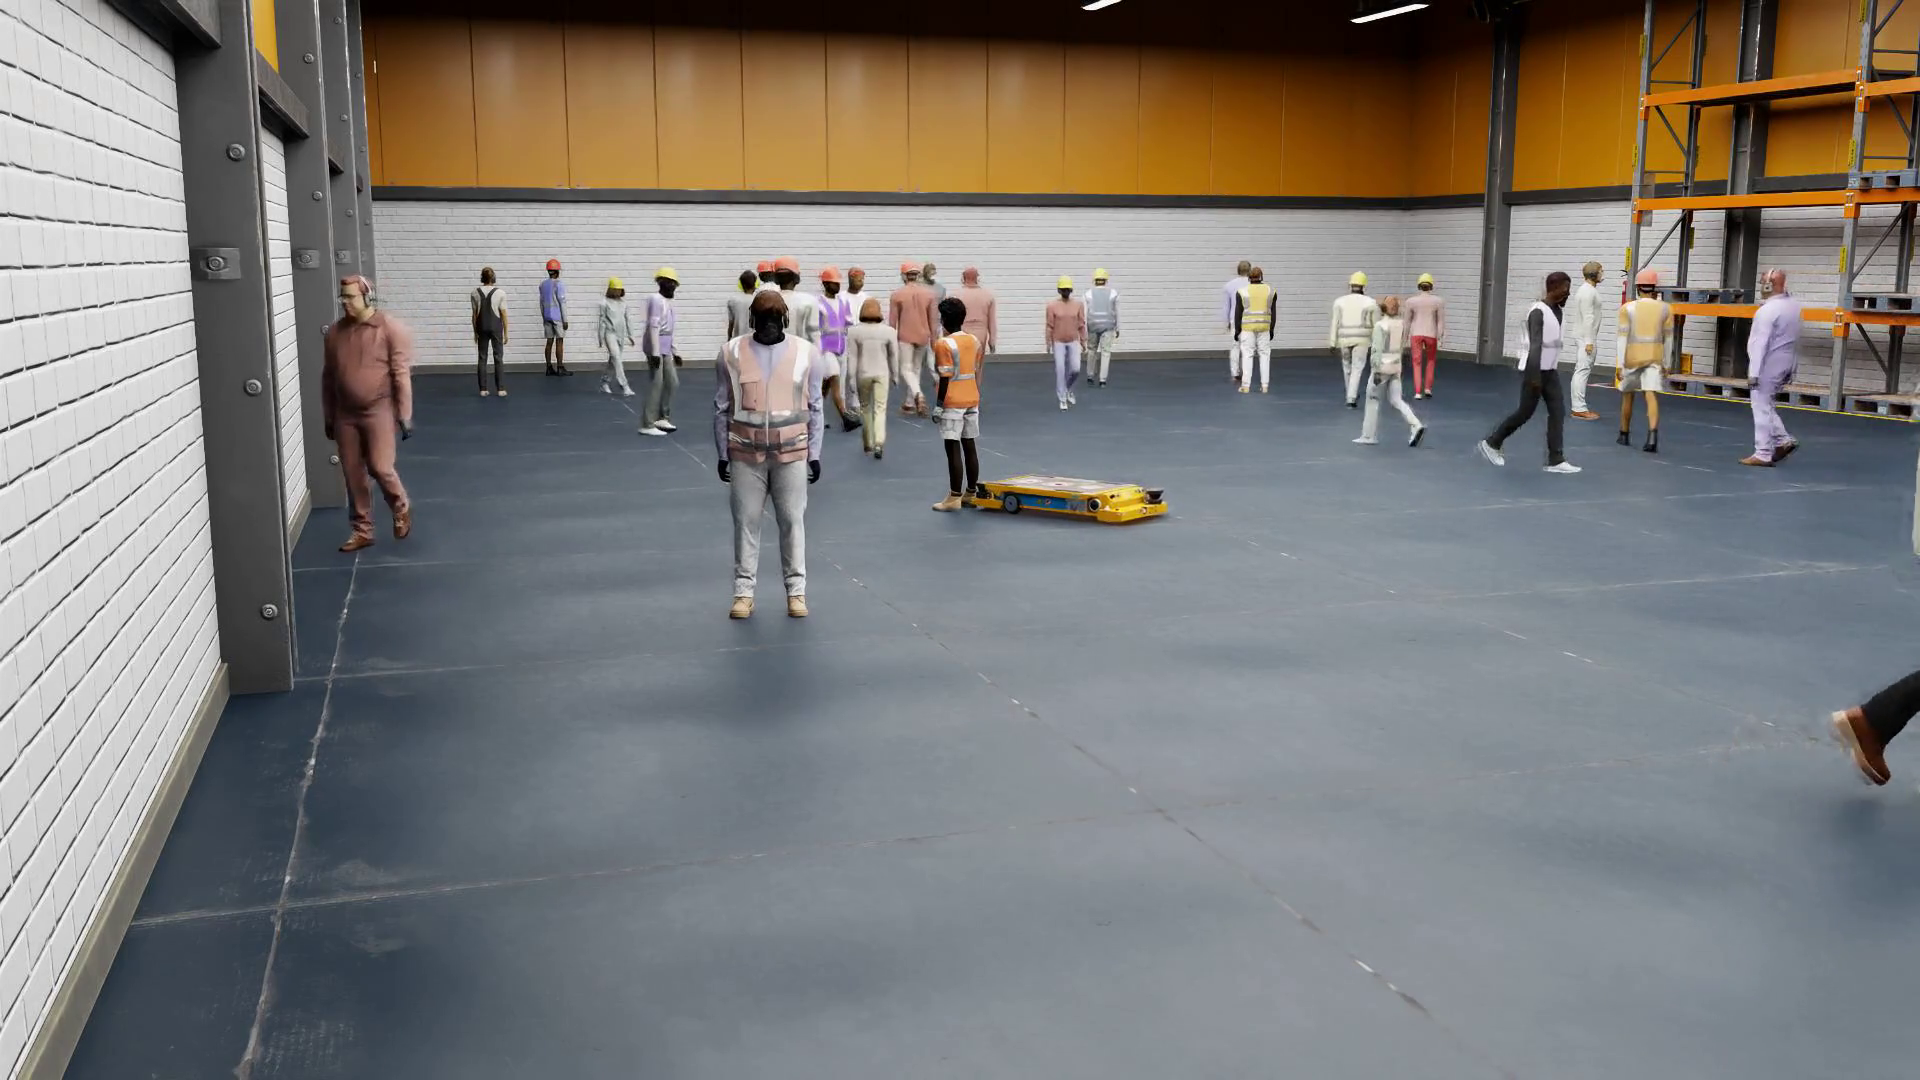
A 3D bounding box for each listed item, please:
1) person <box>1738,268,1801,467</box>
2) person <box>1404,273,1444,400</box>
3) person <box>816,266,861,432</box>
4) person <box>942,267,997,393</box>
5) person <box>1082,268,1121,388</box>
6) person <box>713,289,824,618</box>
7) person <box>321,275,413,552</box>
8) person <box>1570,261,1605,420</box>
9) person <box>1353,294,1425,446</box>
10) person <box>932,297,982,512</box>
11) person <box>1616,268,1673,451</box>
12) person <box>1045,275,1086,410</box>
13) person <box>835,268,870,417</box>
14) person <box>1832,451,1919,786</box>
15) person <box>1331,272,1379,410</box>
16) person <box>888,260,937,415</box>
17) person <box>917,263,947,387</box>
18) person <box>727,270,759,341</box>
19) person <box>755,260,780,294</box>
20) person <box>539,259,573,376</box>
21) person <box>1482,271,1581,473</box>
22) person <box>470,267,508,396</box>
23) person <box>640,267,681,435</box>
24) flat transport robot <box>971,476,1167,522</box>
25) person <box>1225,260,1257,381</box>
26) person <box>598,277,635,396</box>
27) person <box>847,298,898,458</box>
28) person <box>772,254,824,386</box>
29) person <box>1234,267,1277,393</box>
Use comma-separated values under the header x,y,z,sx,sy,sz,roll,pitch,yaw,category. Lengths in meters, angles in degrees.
x,y,z,sx,sy,sz,roll,pitch,yaw,category
7.706,-1.638,15.884,0.680,1.891,0.423,-9,13,-41,person
6.474,-2.842,23.253,0.546,1.747,0.594,2,10,13,person
-1.446,-2.185,19.092,1.016,1.883,0.563,9,13,41,person
0.122,-2.541,21.239,0.646,1.855,1.012,-3,10,-18,person
2.154,-3.247,25.485,0.606,1.792,0.868,1,10,3,person
-1.068,-0.476,9.327,0.626,1.842,0.429,-1,10,-5,person
-4.082,-0.871,11.453,0.678,1.891,0.471,2,10,12,person
7.731,-2.453,20.481,0.372,1.940,0.629,3,10,17,person
4.558,-1.790,17.584,0.526,1.610,0.750,-8,13,-40,person
-0.031,-1.067,13.167,0.320,1.692,0.531,6,12,33,person
7.121,-1.878,17.304,0.563,1.895,0.992,1,10,9,person
1.375,-2.578,21.714,0.552,1.750,0.396,-1,10,-6,person
-1.326,-2.423,20.544,0.647,1.854,0.695,-6,11,-30,person
3.664,0.006,6.153,0.618,1.969,0.630,2,10,9,person
5.217,-2.611,21.846,0.620,1.777,0.943,6,11,31,person
-0.579,-2.528,20.850,0.628,1.963,0.860,-4,11,-24,person
-0.494,-3.287,25.457,0.642,1.897,1.025,-7,12,-36,person
-2.484,-2.203,19.291,0.528,1.850,0.653,2,10,9,person
-2.915,-3.259,25.163,0.479,1.923,0.556,4,11,22,person
-6.708,-3.682,27.602,0.552,1.936,0.360,6,12,32,person
5.415,-1.586,15.645,0.618,1.879,0.924,-10,14,-44,person
-6.705,-2.960,23.726,0.502,1.839,0.341,0,10,-2,person
-3.386,-2.132,18.785,0.445,1.888,0.622,1,10,6,person
0.847,-0.340,13.068,1.431,0.197,0.652,8,12,38,flat transport robot
4.530,-3.487,26.519,0.665,1.918,0.539,7,12,36,person
-5.001,-2.938,23.989,0.916,1.695,0.493,8,12,38,person
-0.875,-1.629,16.713,0.508,1.599,0.844,-1,10,-3,person
-1.568,-1.591,15.214,0.638,2.030,0.586,3,10,15,person
4.308,-3.069,24.338,0.624,1.841,0.430,-1,10,-5,person
